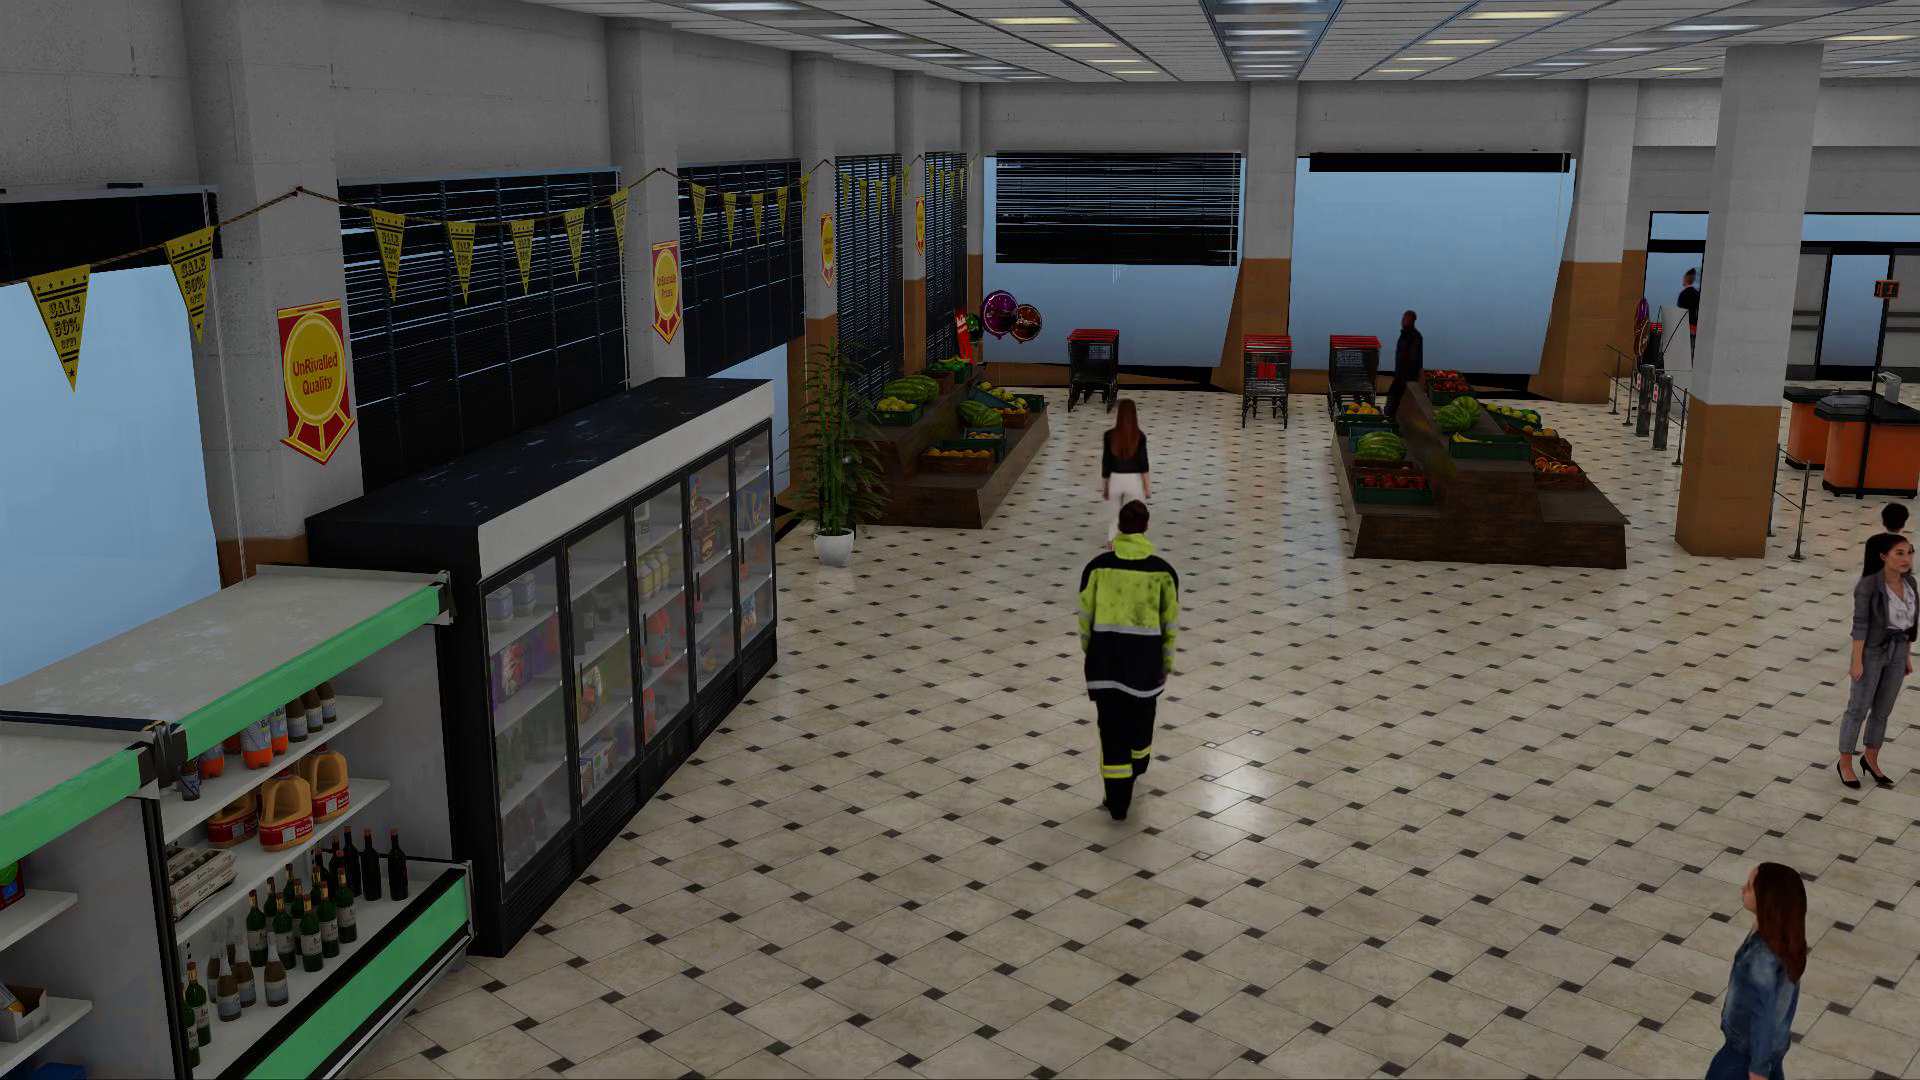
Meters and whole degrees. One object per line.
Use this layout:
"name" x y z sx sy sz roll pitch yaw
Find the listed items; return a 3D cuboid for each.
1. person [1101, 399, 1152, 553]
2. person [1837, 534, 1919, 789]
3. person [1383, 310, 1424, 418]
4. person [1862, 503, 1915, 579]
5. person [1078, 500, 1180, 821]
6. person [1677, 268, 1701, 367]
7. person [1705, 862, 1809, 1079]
"person" 1.569 -0.498 16.015 0.666 1.691 0.693 6 15 22
"person" 5.966 0.775 10.794 0.719 1.677 0.730 -4 14 -16
"person" 6.357 -2.296 23.199 0.967 1.799 1.047 -2 14 -7
"person" 7.619 0.314 13.681 0.583 1.214 0.621 8 16 31
"person" 1.012 0.774 10.272 0.867 1.927 1.249 1 14 3
"person" 12.551 -3.709 28.697 0.768 1.955 0.850 -11 18 -39
"person" 3.141 1.962 6.405 0.901 1.440 0.989 9 16 34
